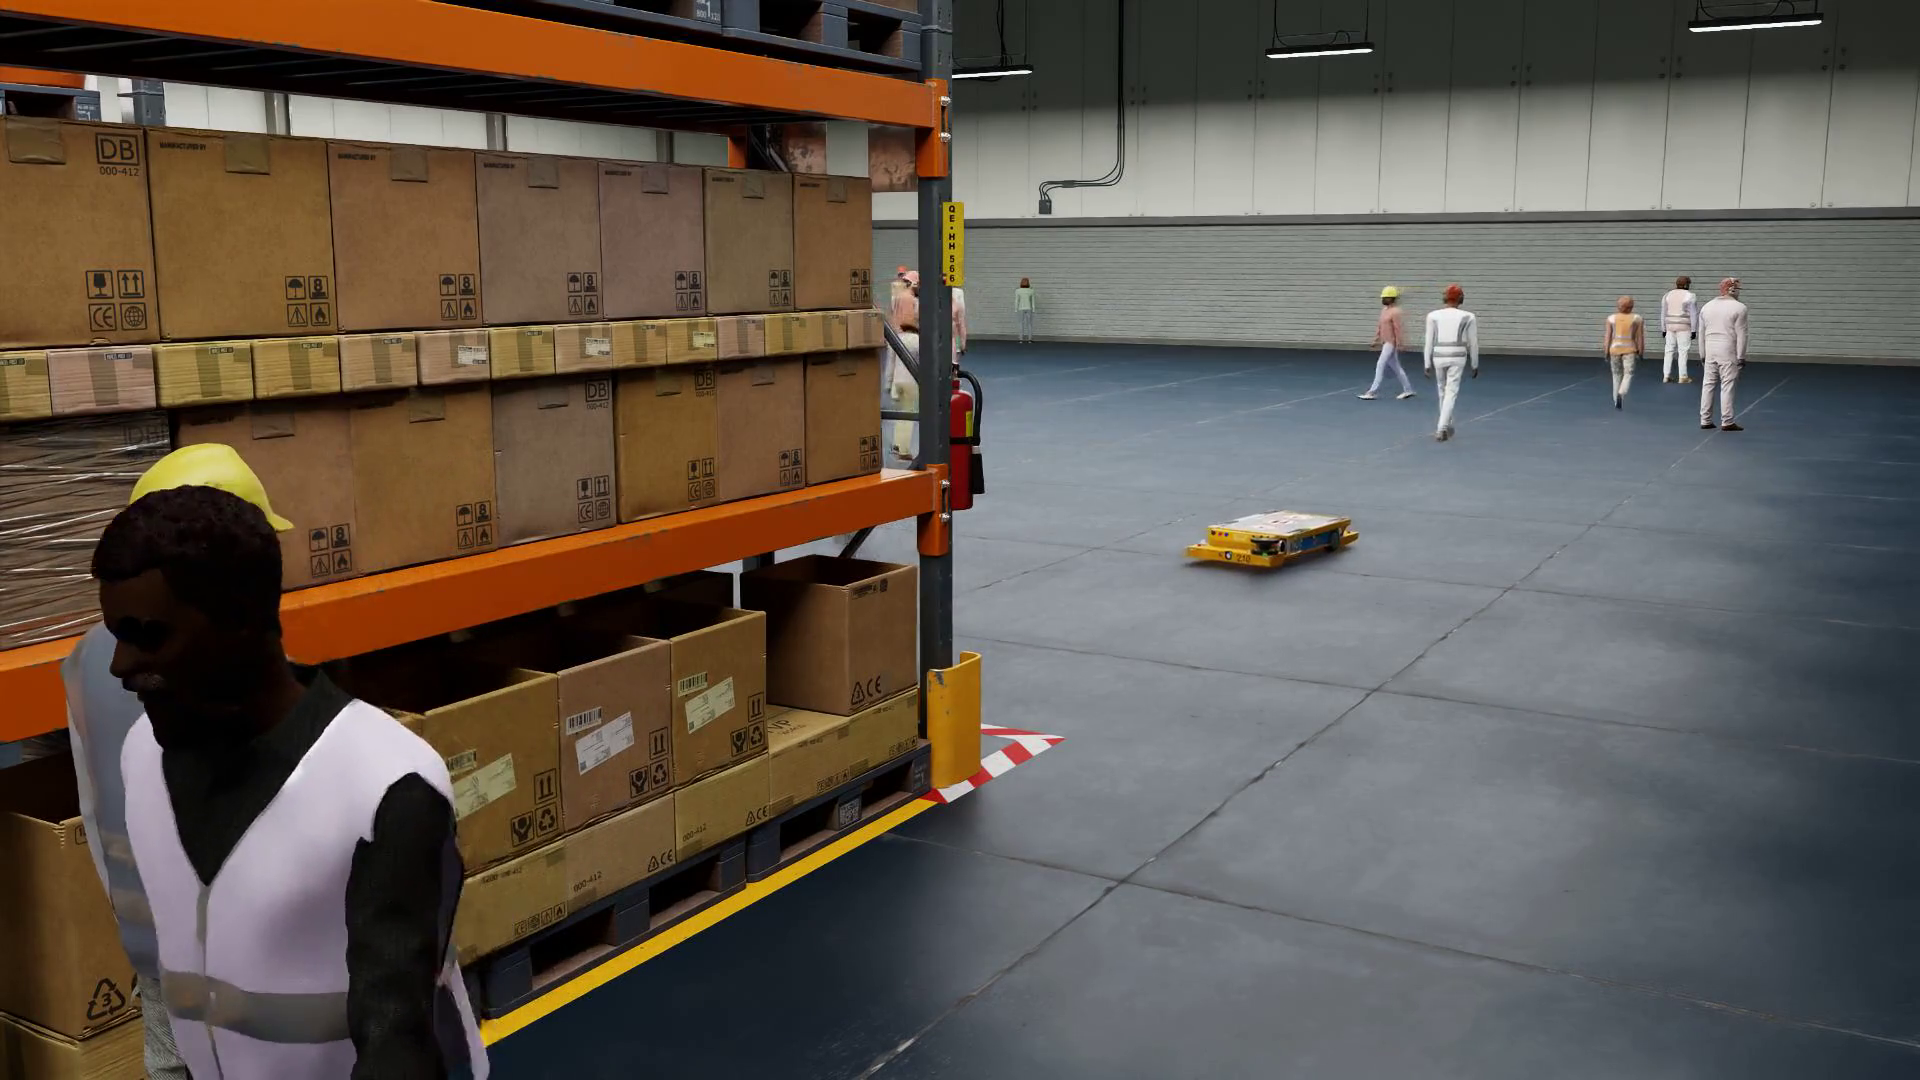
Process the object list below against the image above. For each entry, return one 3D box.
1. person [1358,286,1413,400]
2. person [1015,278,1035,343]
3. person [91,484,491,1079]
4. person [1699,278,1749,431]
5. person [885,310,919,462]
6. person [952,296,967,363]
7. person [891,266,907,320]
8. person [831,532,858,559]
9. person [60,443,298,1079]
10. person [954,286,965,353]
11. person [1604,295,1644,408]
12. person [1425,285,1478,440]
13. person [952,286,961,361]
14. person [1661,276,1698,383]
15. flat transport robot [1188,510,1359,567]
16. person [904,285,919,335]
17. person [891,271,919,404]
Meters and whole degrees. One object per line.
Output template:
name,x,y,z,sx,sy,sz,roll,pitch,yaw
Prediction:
person,6.532,-2.987,25.285,0.919,1.722,0.527,-1,10,-5
person,1.625,-5.746,41.670,0.507,1.631,0.274,-1,10,-4
person,-0.917,0.865,2.219,0.632,1.875,0.839,4,11,24
person,9.578,-2.322,20.842,0.400,1.905,0.643,-5,11,-28
person,-0.548,-1.631,17.650,0.505,1.614,0.417,9,13,44
person,-0.220,-2.882,24.279,0.660,1.861,0.798,4,10,20
person,-1.397,-5.652,40.213,0.551,1.941,0.340,-2,10,-13
person,-0.777,-0.450,10.045,0.548,1.843,0.710,7,12,34
person,-1.380,0.732,3.159,0.588,1.834,0.403,5,11,27
person,-0.138,-5.097,37.486,0.523,1.769,0.309,3,10,19
person,9.448,-2.675,23.713,0.521,1.613,0.710,6,11,32
person,5.845,-2.114,19.824,0.593,1.841,0.990,5,11,29
person,-0.226,-4.628,34.343,0.443,1.893,0.674,-1,10,-6
person,12.378,-3.616,28.600,0.429,1.839,0.634,-7,12,-37
flat transport robot,2.317,-0.029,12.185,0.652,0.197,1.431,7,12,37
person,-0.586,-3.150,25.673,0.672,1.909,0.612,0,10,2
person,-0.688,-2.960,24.419,0.768,1.951,0.642,-2,10,-12
